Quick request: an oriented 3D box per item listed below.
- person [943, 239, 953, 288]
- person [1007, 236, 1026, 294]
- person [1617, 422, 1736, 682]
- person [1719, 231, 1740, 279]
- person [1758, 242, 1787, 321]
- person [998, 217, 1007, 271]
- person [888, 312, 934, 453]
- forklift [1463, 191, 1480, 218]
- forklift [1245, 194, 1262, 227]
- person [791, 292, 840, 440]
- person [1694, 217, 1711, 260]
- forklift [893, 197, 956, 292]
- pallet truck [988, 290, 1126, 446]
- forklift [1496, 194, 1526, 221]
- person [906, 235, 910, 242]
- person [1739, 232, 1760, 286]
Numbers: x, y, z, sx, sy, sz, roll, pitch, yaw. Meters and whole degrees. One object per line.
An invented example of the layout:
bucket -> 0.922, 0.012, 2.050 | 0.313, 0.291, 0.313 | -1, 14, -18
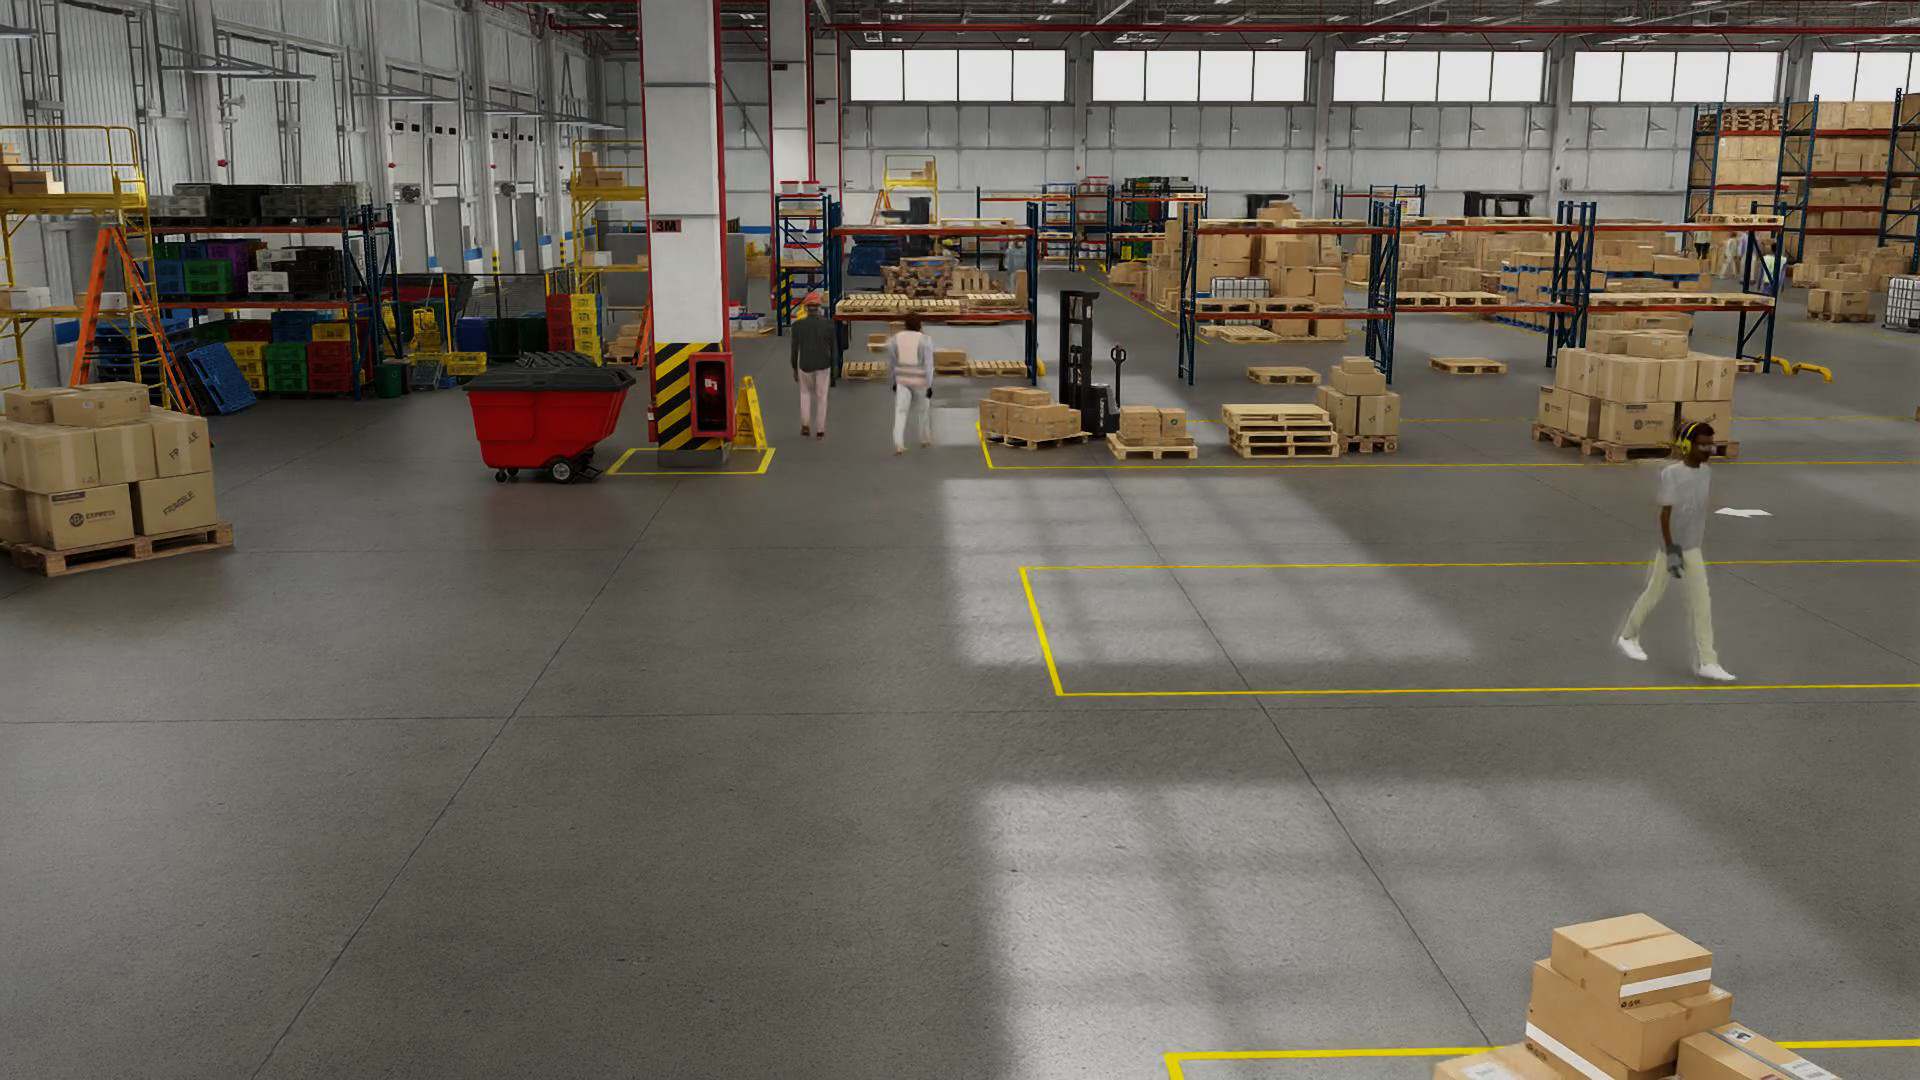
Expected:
person -> -0.335, -7.622, 46.806 | 0.640, 1.699, 0.512 | -3, 13, -14
person -> 1.534, -7.066, 43.874 | 0.624, 1.904, 0.997 | -1, 13, -4
person -> 5.158, 0.052, 11.921 | 0.518, 1.823, 0.993 | -4, 13, -18
person -> 25.835, -9.504, 55.554 | 0.872, 1.589, 0.534 | 2, 13, 9
person -> 19.456, -6.179, 39.851 | 0.603, 1.906, 0.489 | 6, 14, 25
person -> 1.570, -10.702, 60.220 | 0.375, 1.931, 0.544 | 3, 13, 12
person -> -0.626, -2.017, 21.308 | 0.641, 1.798, 0.950 | 4, 13, 18
forklift -> 19.253, -11.768, 62.854 | 1.873, 2.768, 1.129 | 0, 12, -2
forklift -> 9.654, -9.989, 54.820 | 1.873, 2.768, 1.129 | 0, 12, -2
person -> -1.942, -2.353, 22.428 | 0.642, 1.968, 0.725 | 0, 12, -1
person -> 27.292, -10.938, 61.122 | 0.388, 1.996, 0.612 | -11, 16, -40
forklift -> -1.141, -8.616, 48.621 | 1.873, 2.768, 1.129 | 5, 13, 20
pallet truck -> 1.257, -2.299, 22.111 | 1.885, 1.965, 0.823 | -9, 15, -35
forklift -> 18.452, -10.243, 55.966 | 1.129, 2.768, 1.873 | 2, 13, 8
person -> -1.494, -8.976, 52.391 | 0.627, 1.941, 0.373 | -1, 13, -6
person -> 24.993, -9.013, 52.675 | 0.648, 1.882, 1.048 | 1, 13, 7
